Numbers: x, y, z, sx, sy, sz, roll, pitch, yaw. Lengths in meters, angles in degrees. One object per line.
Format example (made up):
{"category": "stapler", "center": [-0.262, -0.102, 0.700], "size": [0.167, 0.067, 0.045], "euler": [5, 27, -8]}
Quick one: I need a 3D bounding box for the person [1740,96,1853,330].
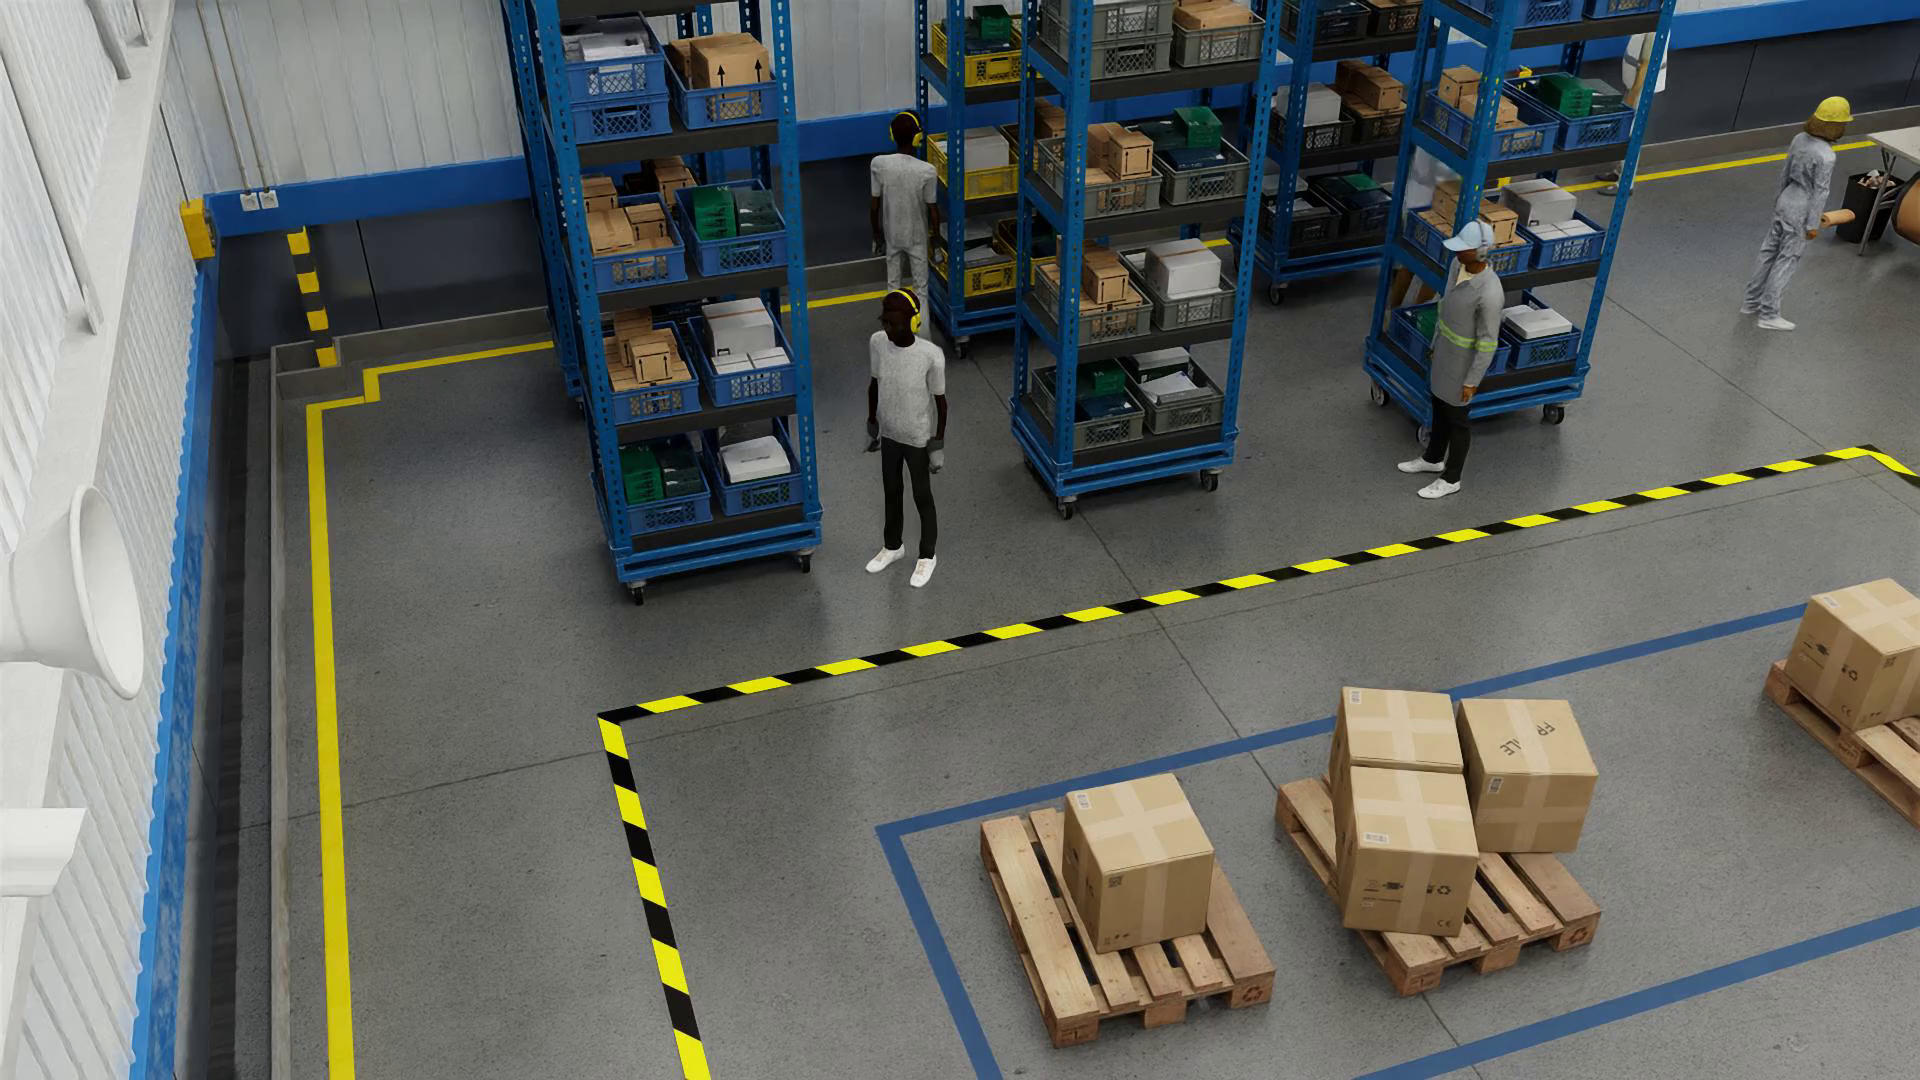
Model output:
{"category": "person", "center": [6.147, -2.399, 12.176], "size": [0.321, 1.742, 0.491], "euler": [-4, 35, -6]}

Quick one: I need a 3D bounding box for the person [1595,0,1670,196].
{"category": "person", "center": [5.787, -3.850, 14.155], "size": [0.384, 1.836, 0.562], "euler": [10, 36, 13]}

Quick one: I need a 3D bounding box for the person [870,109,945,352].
{"category": "person", "center": [-0.370, -2.092, 11.634], "size": [0.530, 1.868, 0.309], "euler": [11, 37, 15]}

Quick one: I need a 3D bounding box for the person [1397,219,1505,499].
{"category": "person", "center": [3.037, -1.115, 10.262], "size": [0.387, 1.850, 0.598], "euler": [-6, 36, -8]}

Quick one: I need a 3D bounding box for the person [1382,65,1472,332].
{"category": "person", "center": [3.386, -2.379, 11.930], "size": [0.563, 1.993, 0.651], "euler": [-6, 36, -9]}

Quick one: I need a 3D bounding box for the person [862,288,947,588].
{"category": "person", "center": [-0.322, -0.579, 9.487], "size": [0.527, 1.870, 0.319], "euler": [18, 39, 24]}
